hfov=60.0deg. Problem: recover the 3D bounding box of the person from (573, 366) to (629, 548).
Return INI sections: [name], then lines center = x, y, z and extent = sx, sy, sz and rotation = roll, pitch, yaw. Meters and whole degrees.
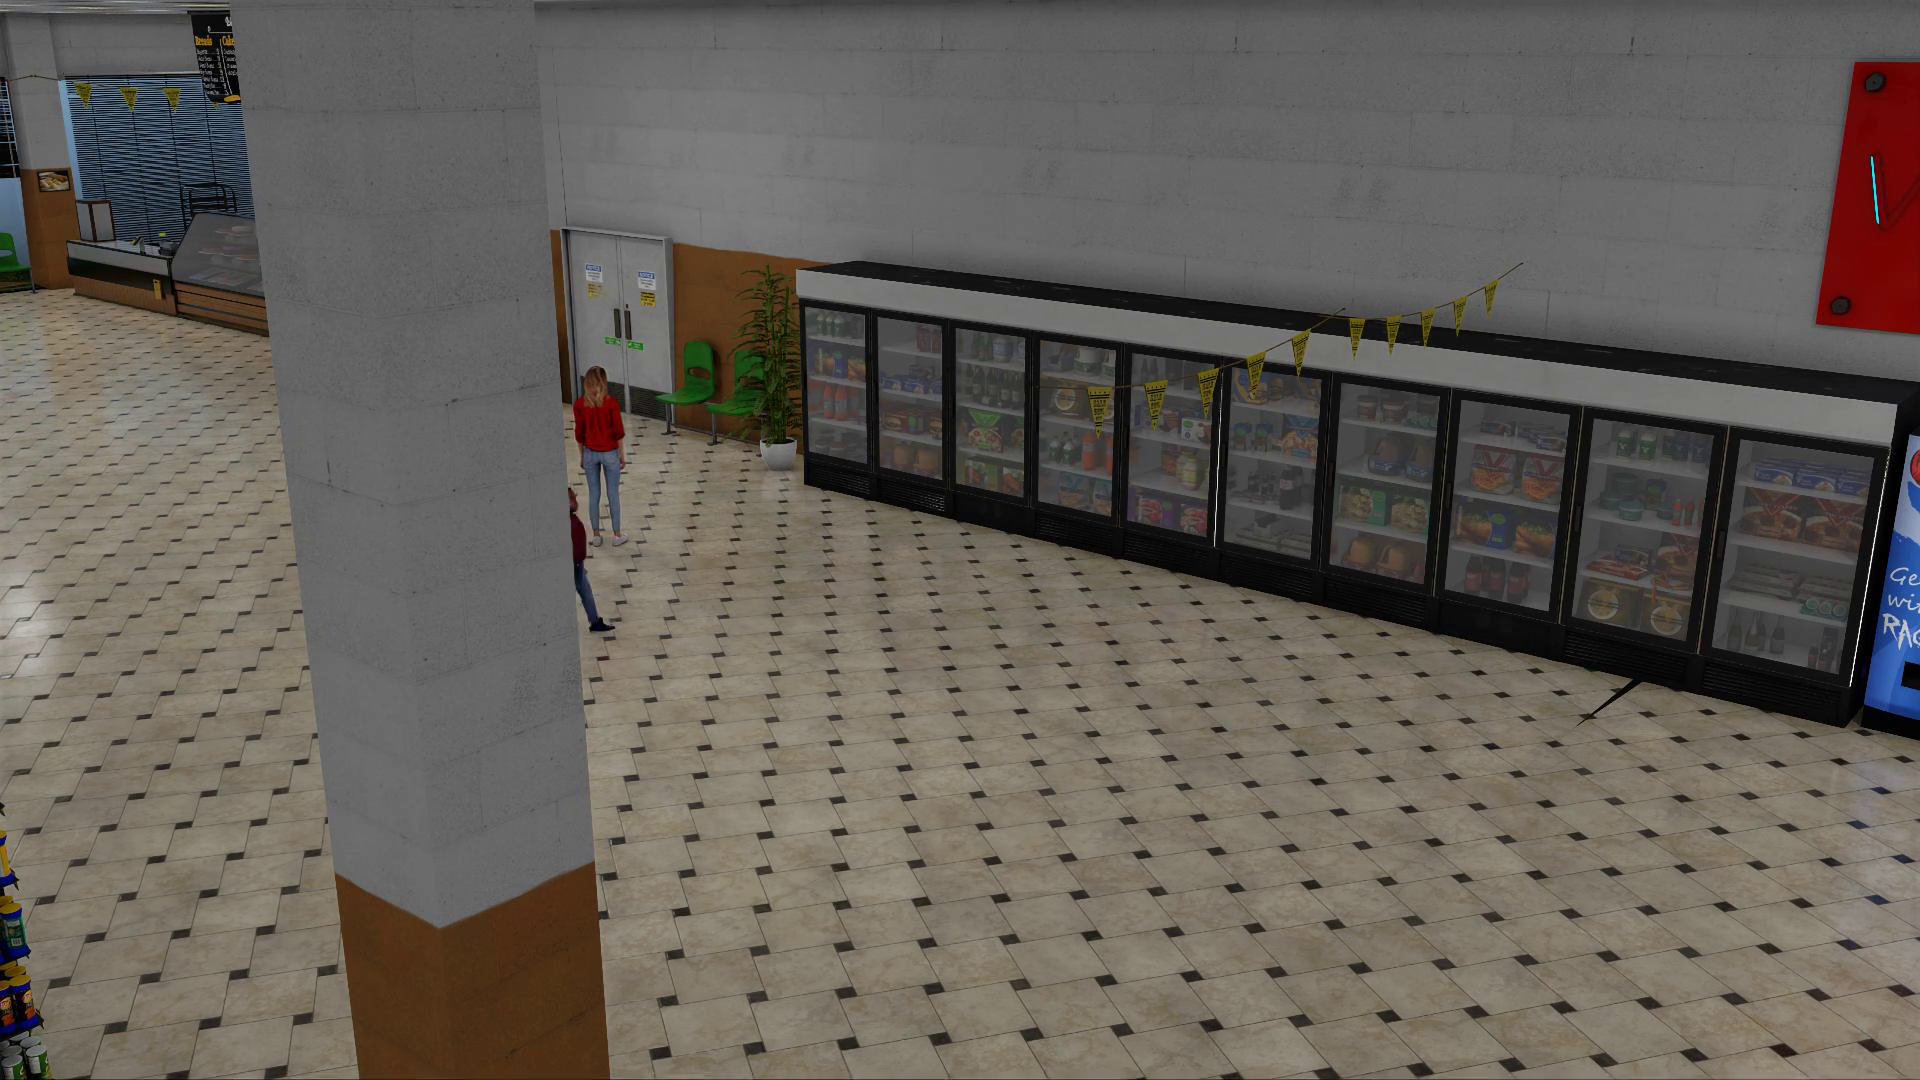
[person]
center = -3.347, -0.781, 15.501
extent = 0.684, 1.704, 0.713
rotation = 1, 17, 2
